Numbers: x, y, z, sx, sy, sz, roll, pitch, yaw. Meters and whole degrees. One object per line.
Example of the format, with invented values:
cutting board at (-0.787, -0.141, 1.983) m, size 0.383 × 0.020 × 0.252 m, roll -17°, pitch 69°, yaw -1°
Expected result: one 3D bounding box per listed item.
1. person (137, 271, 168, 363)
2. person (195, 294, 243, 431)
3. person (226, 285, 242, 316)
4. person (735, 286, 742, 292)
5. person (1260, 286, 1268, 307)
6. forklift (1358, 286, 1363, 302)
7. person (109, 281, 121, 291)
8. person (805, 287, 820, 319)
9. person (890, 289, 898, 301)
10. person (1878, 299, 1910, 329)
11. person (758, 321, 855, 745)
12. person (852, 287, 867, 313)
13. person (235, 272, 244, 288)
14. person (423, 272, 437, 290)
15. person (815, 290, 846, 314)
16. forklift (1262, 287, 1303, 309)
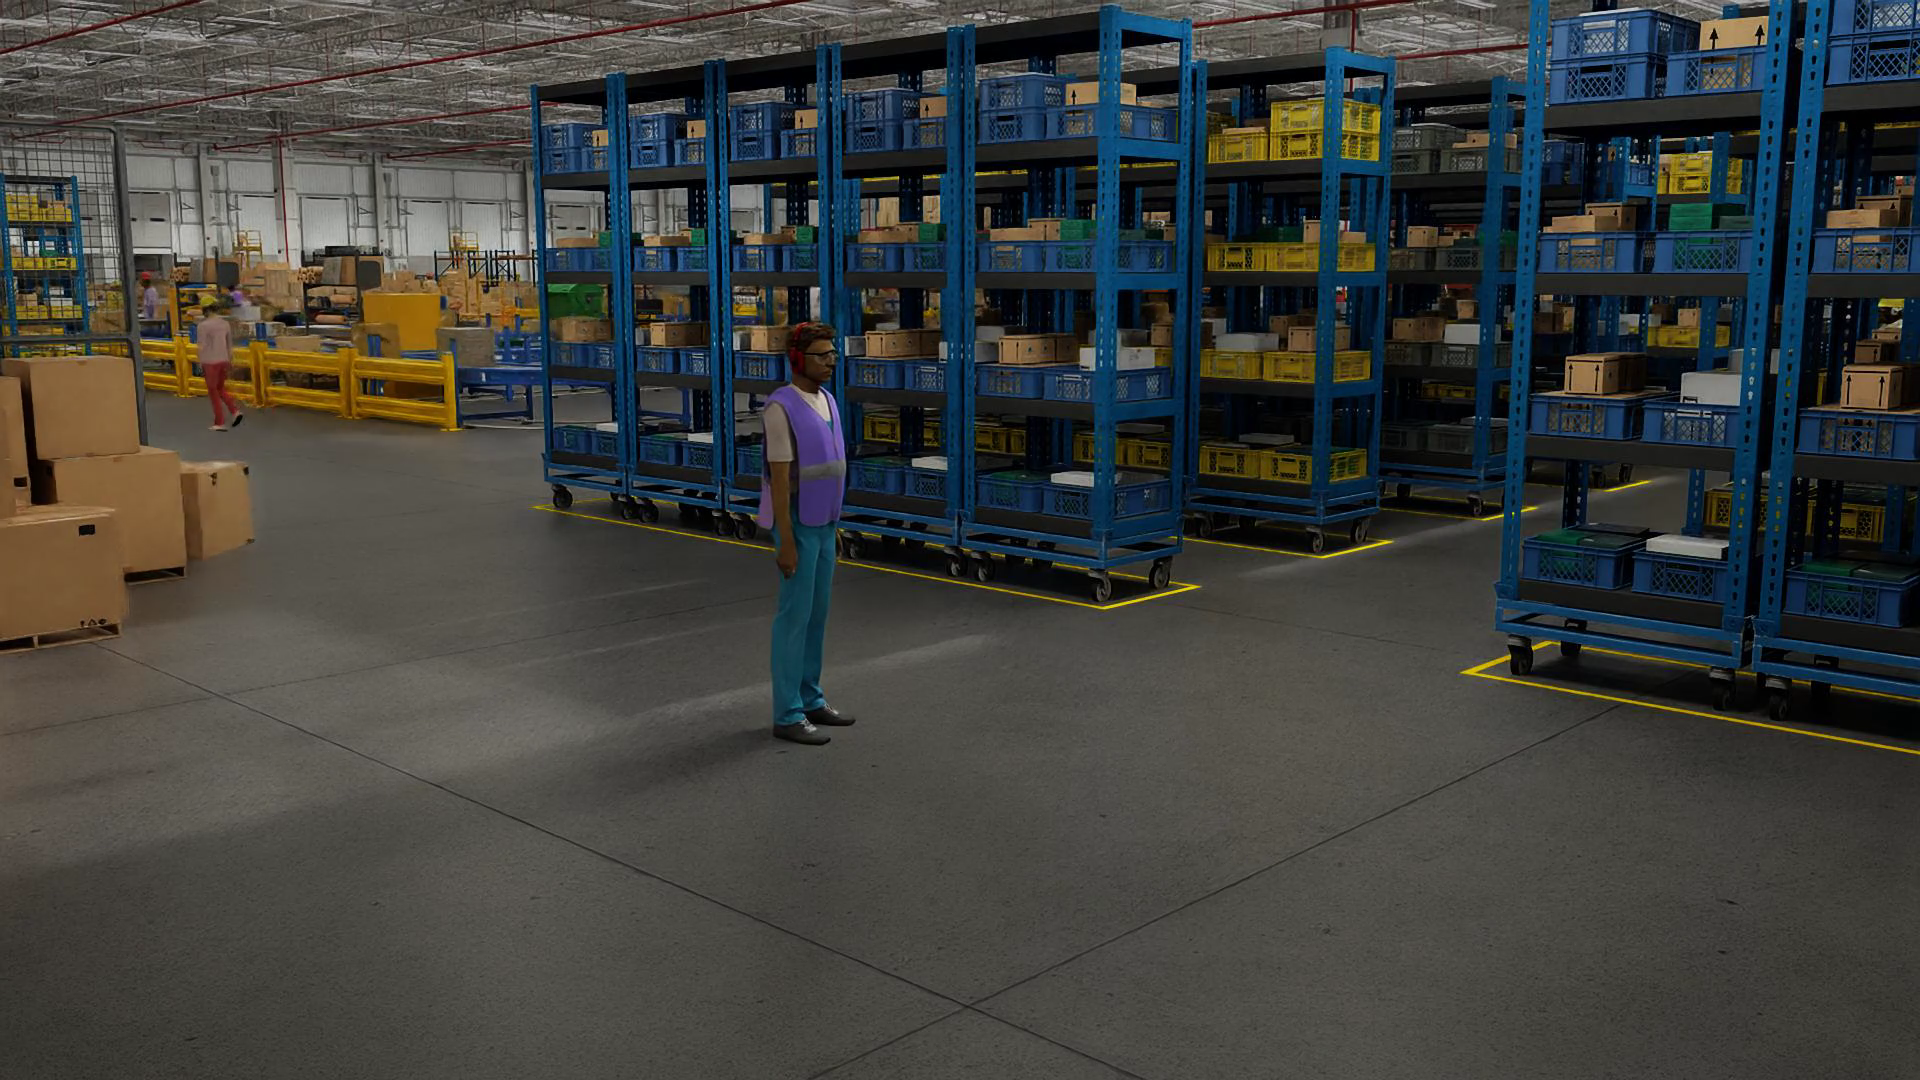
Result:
person at (-17.948, -4.889, 36.572) m, size 0.924 × 2.009 × 0.636 m, roll -9°, pitch 13°, yaw -43°
person at (-9.512, -2.255, 21.221) m, size 0.380 × 1.753 × 0.534 m, roll 3°, pitch 10°, yaw 16°
person at (-16.538, -5.056, 37.869) m, size 0.420 × 1.923 × 0.572 m, roll -7°, pitch 12°, yaw -38°
person at (-9.427, -10.168, 70.091) m, size 0.523 × 1.636 × 0.311 m, roll -5°, pitch 10°, yaw -26°
person at (10.865, -8.719, 60.116) m, size 0.640 × 1.987 × 0.664 m, roll -3°, pitch 10°, yaw -19°
forklift at (11.100, -7.017, 46.970) m, size 1.873 × 2.768 × 1.129 m, roll 9°, pitch 13°, yaw 43°
person at (-24.313, -6.618, 48.051) m, size 0.604 × 1.721 × 0.497 m, roll -5°, pitch 11°, yaw -30°
person at (-3.455, -5.461, 40.444) m, size 0.643 × 1.893 × 0.423 m, roll 2°, pitch 9°, yaw 11°
person at (-2.304, -8.309, 58.300) m, size 0.325 × 1.767 × 0.533 m, roll 3°, pitch 10°, yaw 18°
person at (9.862, -1.724, 17.715) m, size 0.403 × 1.834 × 0.587 m, roll 2°, pitch 9°, yaw 10°
person at (-0.690, -0.040, 7.350) m, size 0.374 × 1.843 × 0.574 m, roll 3°, pitch 10°, yaw 17°
person at (-2.713, -5.970, 43.791) m, size 0.610 × 1.814 × 0.494 m, roll -8°, pitch 12°, yaw -40°
person at (-23.813, -7.874, 54.993) m, size 0.433 × 1.967 × 0.635 m, roll 1°, pitch 9°, yaw 8°
person at (-22.270, -10.270, 69.858) m, size 0.575 × 1.911 × 0.676 m, roll -4°, pitch 10°, yaw -25°
person at (-1.144, -1.687, 17.112) m, size 0.809 × 1.969 × 0.630 m, roll 3°, pitch 10°, yaw 19°
forklift at (10.769, -8.203, 54.240) m, size 1.129 × 2.768 × 1.873 m, roll 8°, pitch 12°, yaw 42°
